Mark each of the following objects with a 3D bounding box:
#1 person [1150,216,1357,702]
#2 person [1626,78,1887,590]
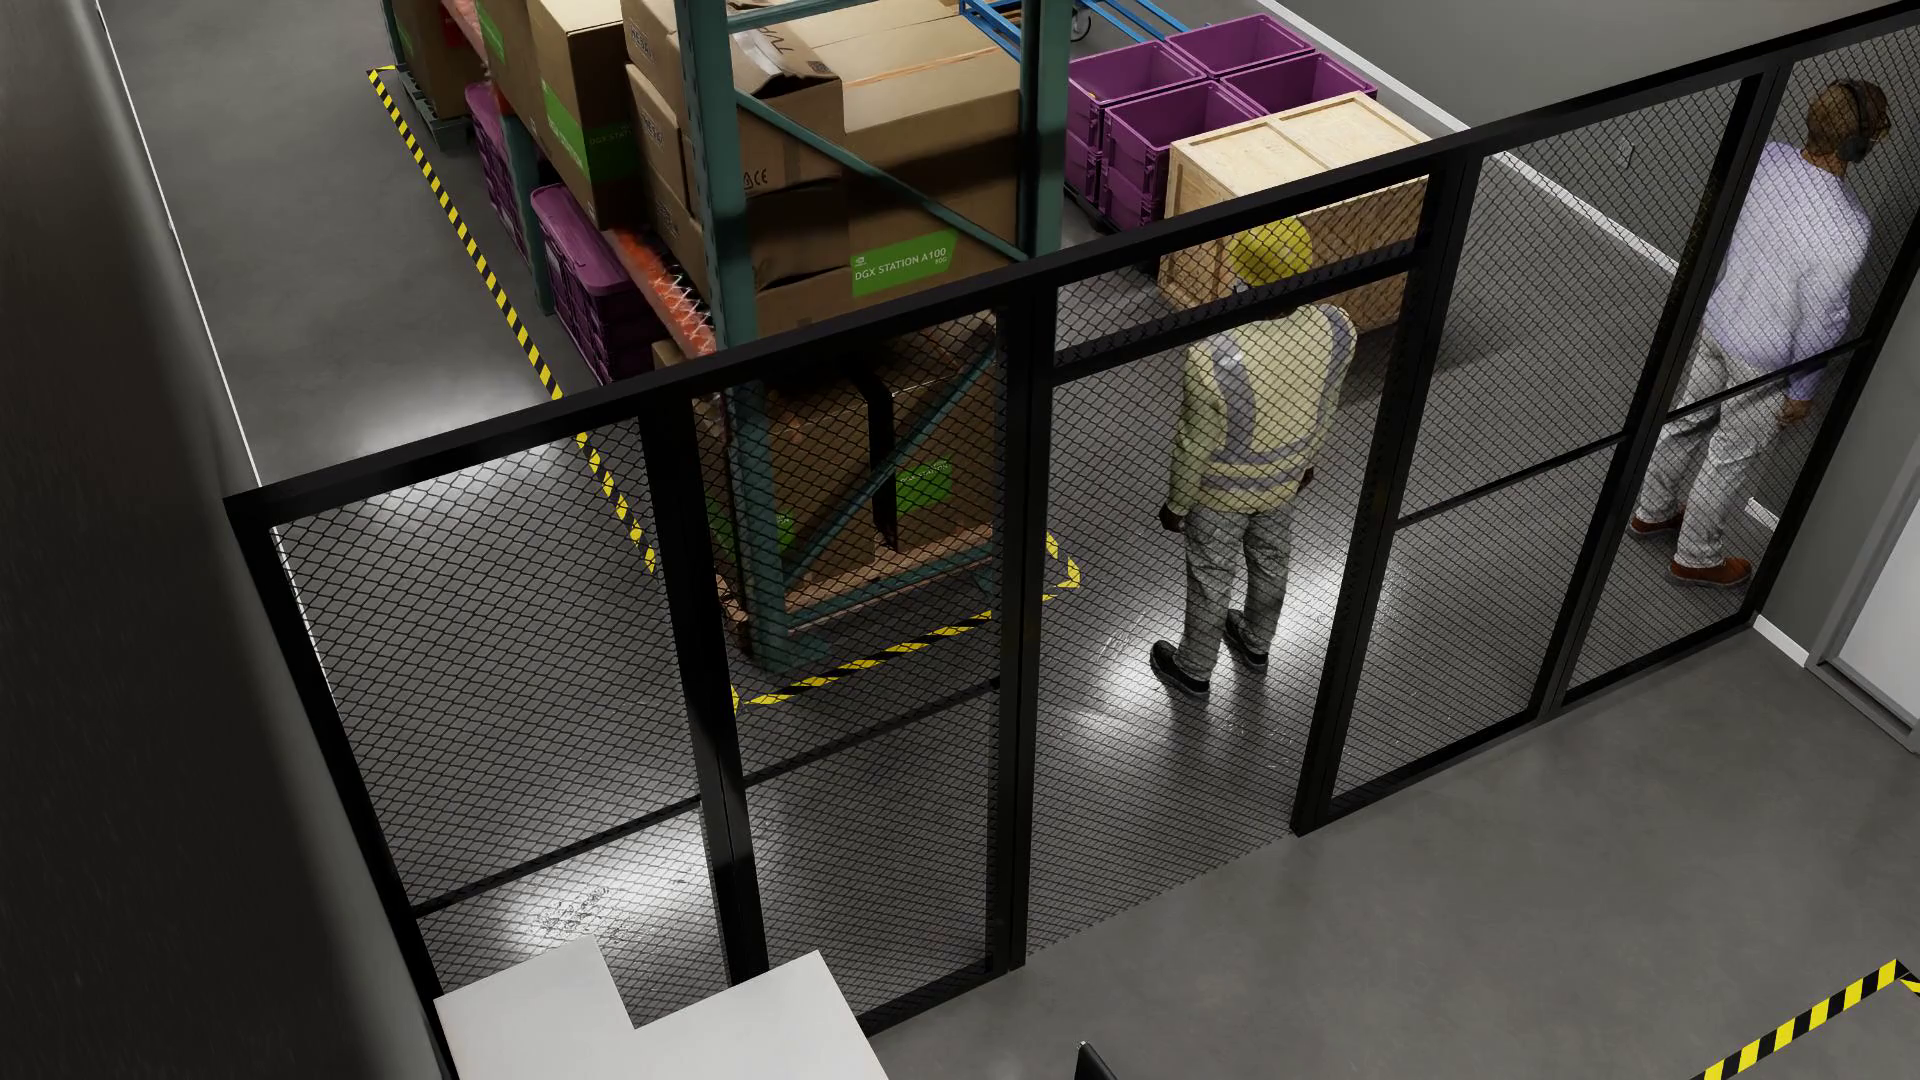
[{"bbox_3d":[0.893,-0.229,5.273,0.591,1.833,0.403,-20,46,-20],"label":"person"},{"bbox_3d":[2.726,-0.668,5.677,0.372,1.940,0.632,-8,43,-9],"label":"person"}]
